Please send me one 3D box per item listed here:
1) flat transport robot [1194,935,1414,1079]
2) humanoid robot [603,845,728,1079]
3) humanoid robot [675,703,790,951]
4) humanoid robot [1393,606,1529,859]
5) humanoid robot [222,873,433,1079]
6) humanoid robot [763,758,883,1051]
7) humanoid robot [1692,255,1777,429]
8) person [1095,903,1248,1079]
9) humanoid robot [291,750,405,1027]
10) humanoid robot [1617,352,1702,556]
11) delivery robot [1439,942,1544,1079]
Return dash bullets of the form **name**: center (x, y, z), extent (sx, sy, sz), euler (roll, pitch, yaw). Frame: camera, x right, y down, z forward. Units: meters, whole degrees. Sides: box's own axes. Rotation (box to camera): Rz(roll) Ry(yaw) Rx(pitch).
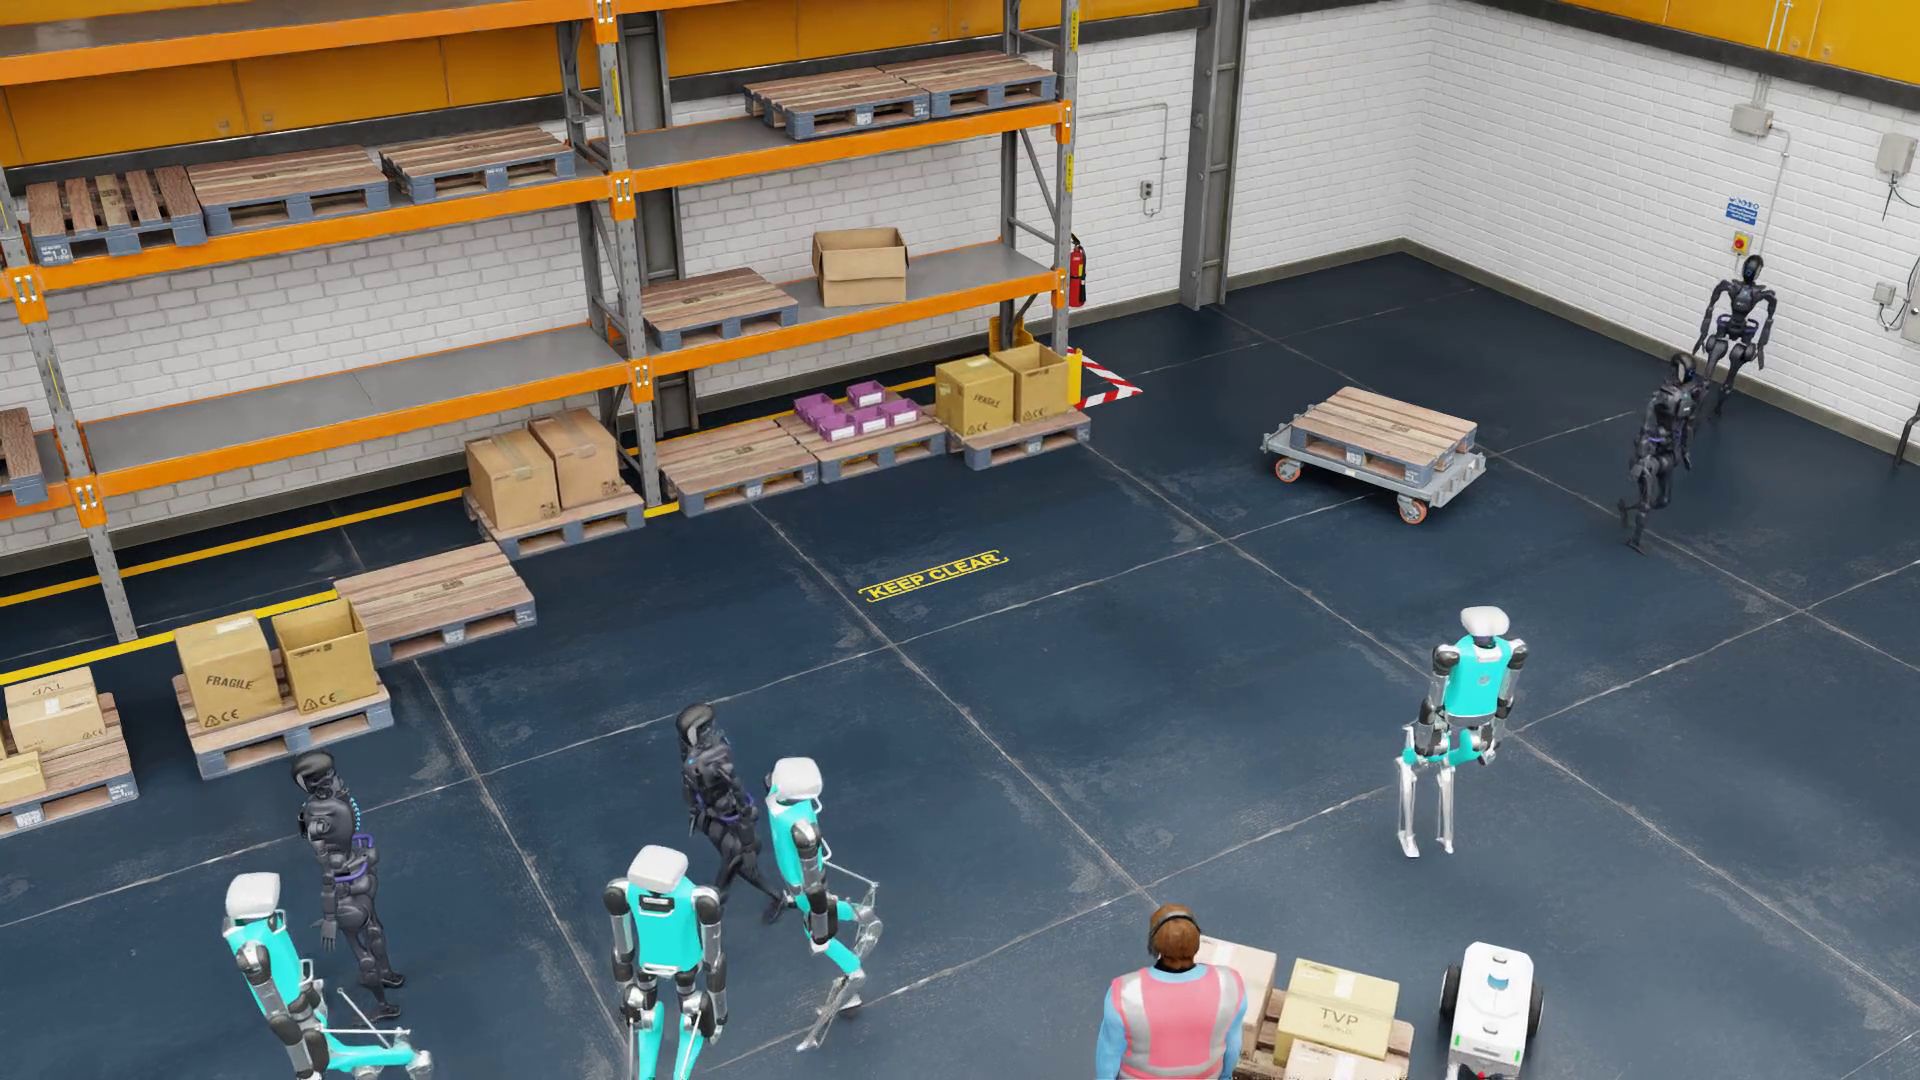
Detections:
- **flat transport robot**: center (1.484, 2.776, 8.060), extent (0.659, 0.231, 1.431), euler (10, 31, 18)
- **humanoid robot**: center (-1.348, 2.267, 7.484), extent (0.530, 1.804, 0.711), euler (4, 30, 8)
- **humanoid robot**: center (-1.256, 1.521, 8.925), extent (0.797, 1.624, 0.613), euler (-25, 38, -37)
- **humanoid robot**: center (2.804, 1.062, 9.592), extent (0.541, 1.771, 0.694), euler (-5, 30, -8)
- **humanoid robot**: center (-2.772, 2.192, 7.621), extent (1.010, 1.754, 0.543), euler (-10, 31, -17)
- **humanoid robot**: center (-0.590, 1.795, 8.325), extent (0.742, 1.801, 0.562), euler (-13, 32, -21)
- **humanoid robot**: center (6.791, -1.738, 14.638), extent (0.607, 1.636, 0.626), euler (16, 33, 26)
- **person**: center (0.892, 2.338, 7.246), extent (0.637, 1.839, 0.430), euler (-3, 30, -5)
- **humanoid robot**: center (-3.116, 1.750, 8.435), extent (0.315, 1.653, 0.599), euler (-4, 30, -7)
- **humanoid robot**: center (5.326, -0.702, 12.789), extent (0.589, 1.640, 0.471), euler (-15, 33, -24)
- **delivery robot**: center (2.691, 2.397, 8.428), extent (0.499, 0.581, 0.768), euler (10, 31, 18)
